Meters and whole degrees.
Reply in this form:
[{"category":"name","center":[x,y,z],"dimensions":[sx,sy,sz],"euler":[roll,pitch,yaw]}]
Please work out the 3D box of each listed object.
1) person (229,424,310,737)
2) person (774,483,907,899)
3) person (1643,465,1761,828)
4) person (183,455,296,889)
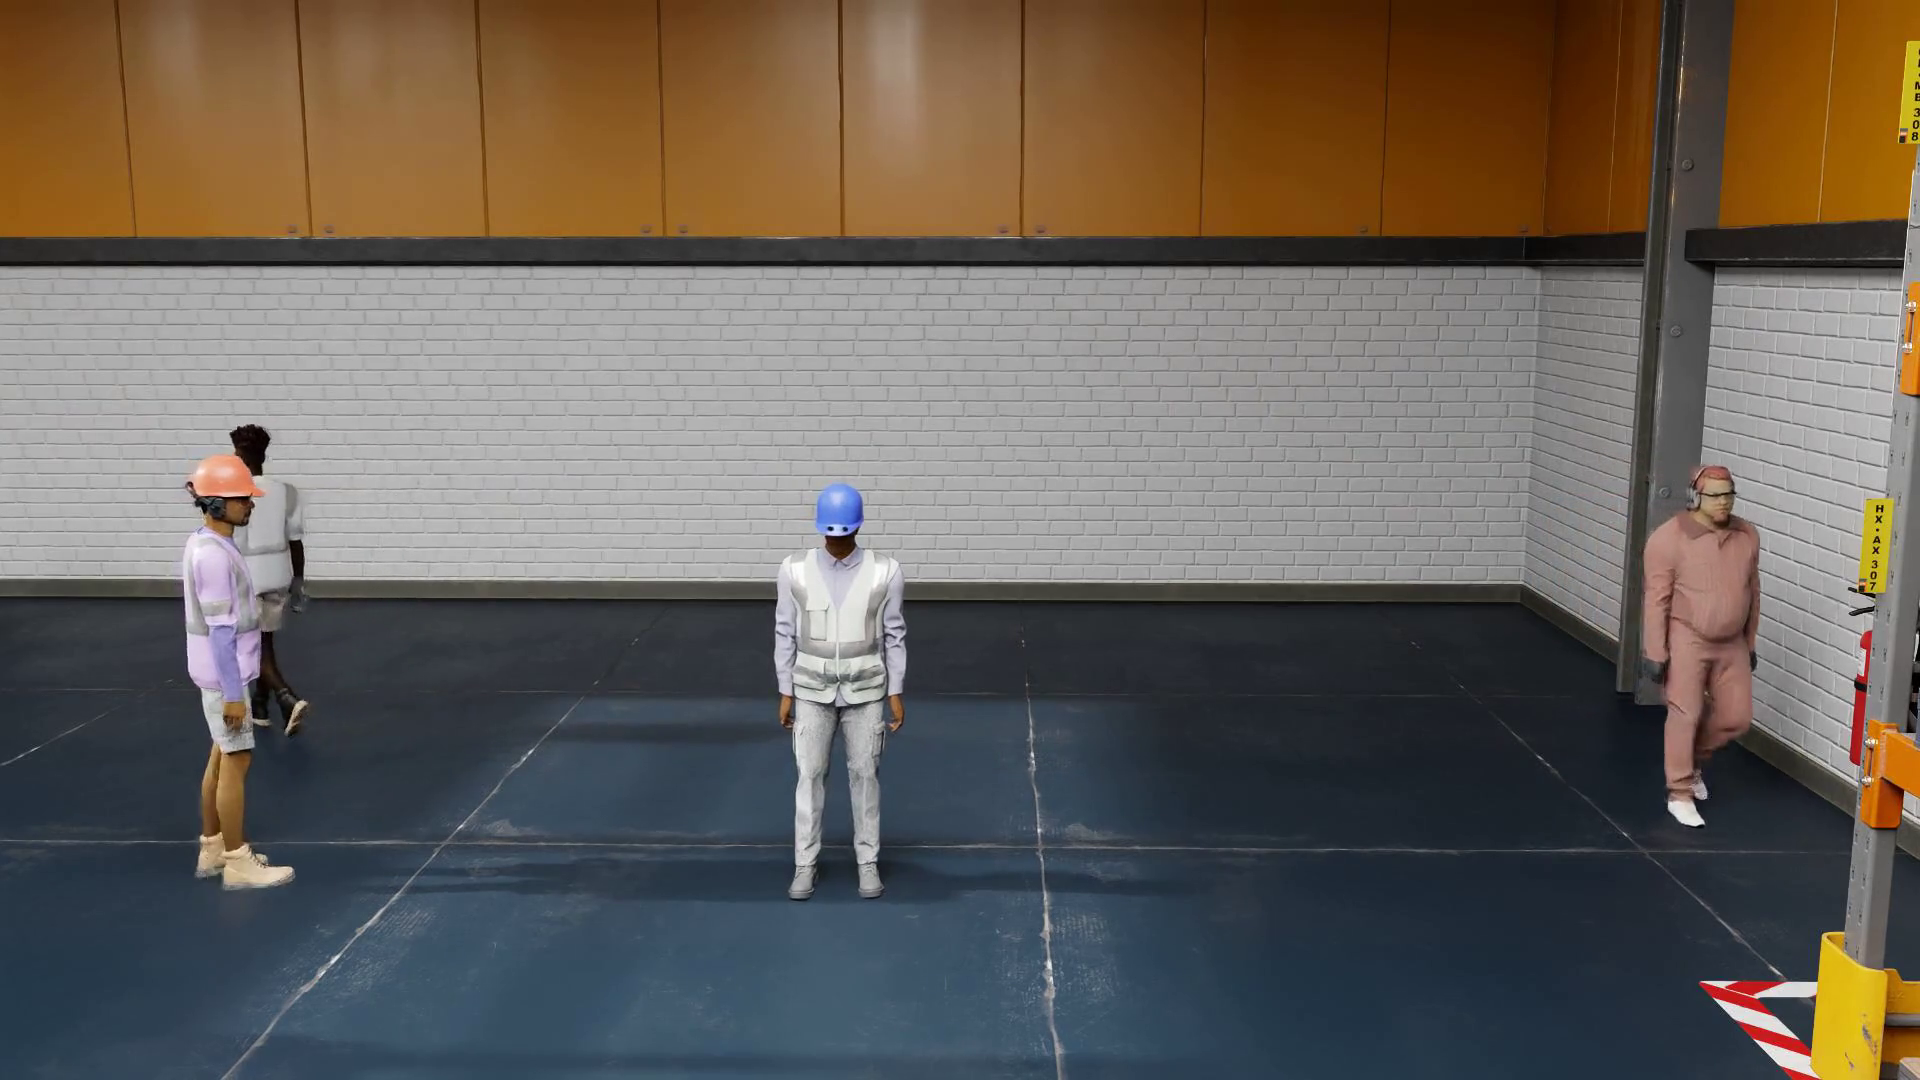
[{"category":"person","center":[-4.298,0.254,10.260],"dimensions":[0.869,1.942,0.606],"euler":[7,12,35]},{"category":"person","center":[-0.547,0.693,7.637],"dimensions":[0.605,1.936,0.413],"euler":[0,9,-1]},{"category":"person","center":[3.865,0.540,8.683],"dimensions":[0.661,1.889,0.463],"euler":[-2,10,-10]},{"category":"person","center":[-3.432,0.624,7.794],"dimensions":[0.515,2.045,0.628],"euler":[-5,11,-26]}]
